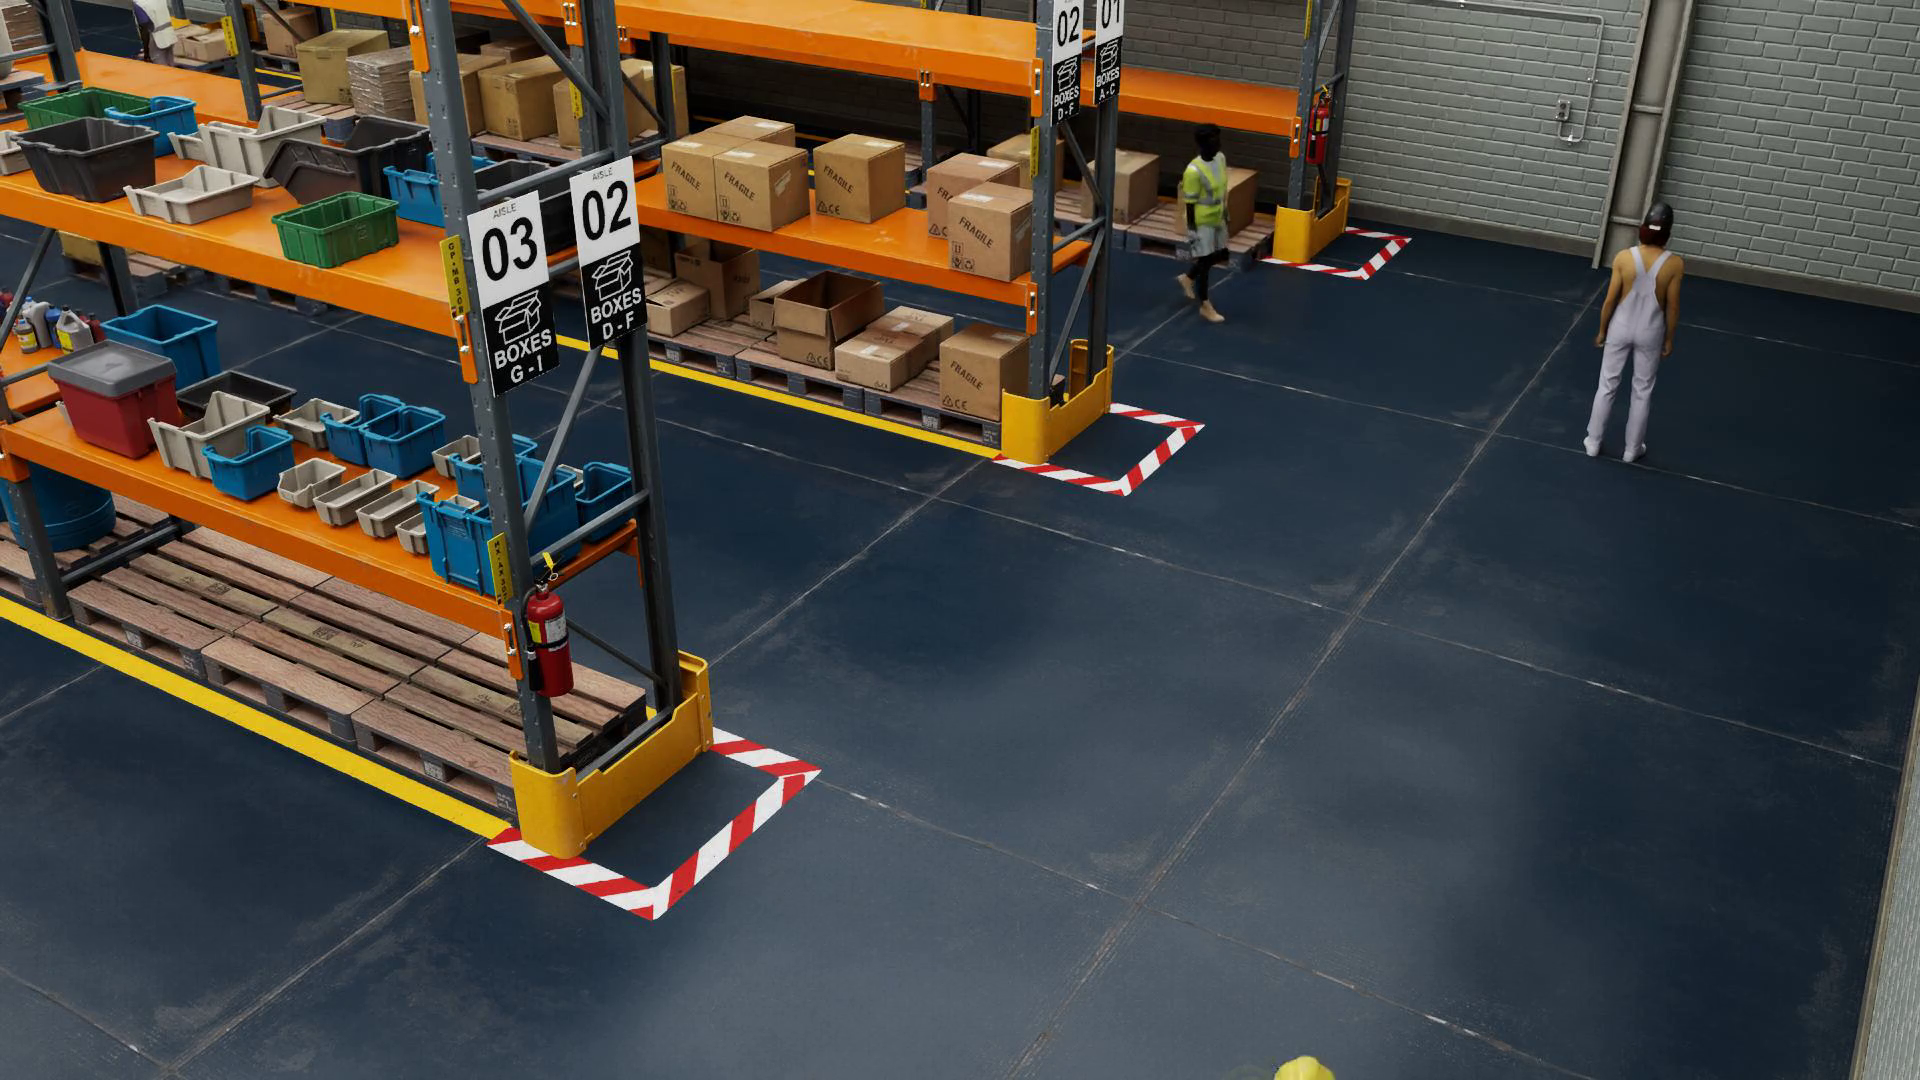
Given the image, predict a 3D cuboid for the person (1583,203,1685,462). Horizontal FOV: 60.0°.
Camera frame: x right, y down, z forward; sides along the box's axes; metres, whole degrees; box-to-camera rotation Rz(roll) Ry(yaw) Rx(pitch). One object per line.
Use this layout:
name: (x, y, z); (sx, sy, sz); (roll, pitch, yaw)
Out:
person: (4.718, -1.447, 11.593); (0.509, 1.863, 0.375); (13, 32, 21)

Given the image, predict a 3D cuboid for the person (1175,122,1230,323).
person: (2.070, -2.685, 13.990); (0.555, 1.680, 0.558); (23, 37, 36)

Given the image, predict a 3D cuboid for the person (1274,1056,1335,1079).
person: (0.992, 2.252, 5.107); (0.544, 1.712, 0.941); (7, 30, 12)

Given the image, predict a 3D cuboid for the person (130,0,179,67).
person: (-9.277, -5.703, 19.264); (0.415, 1.832, 0.560); (4, 29, 7)
